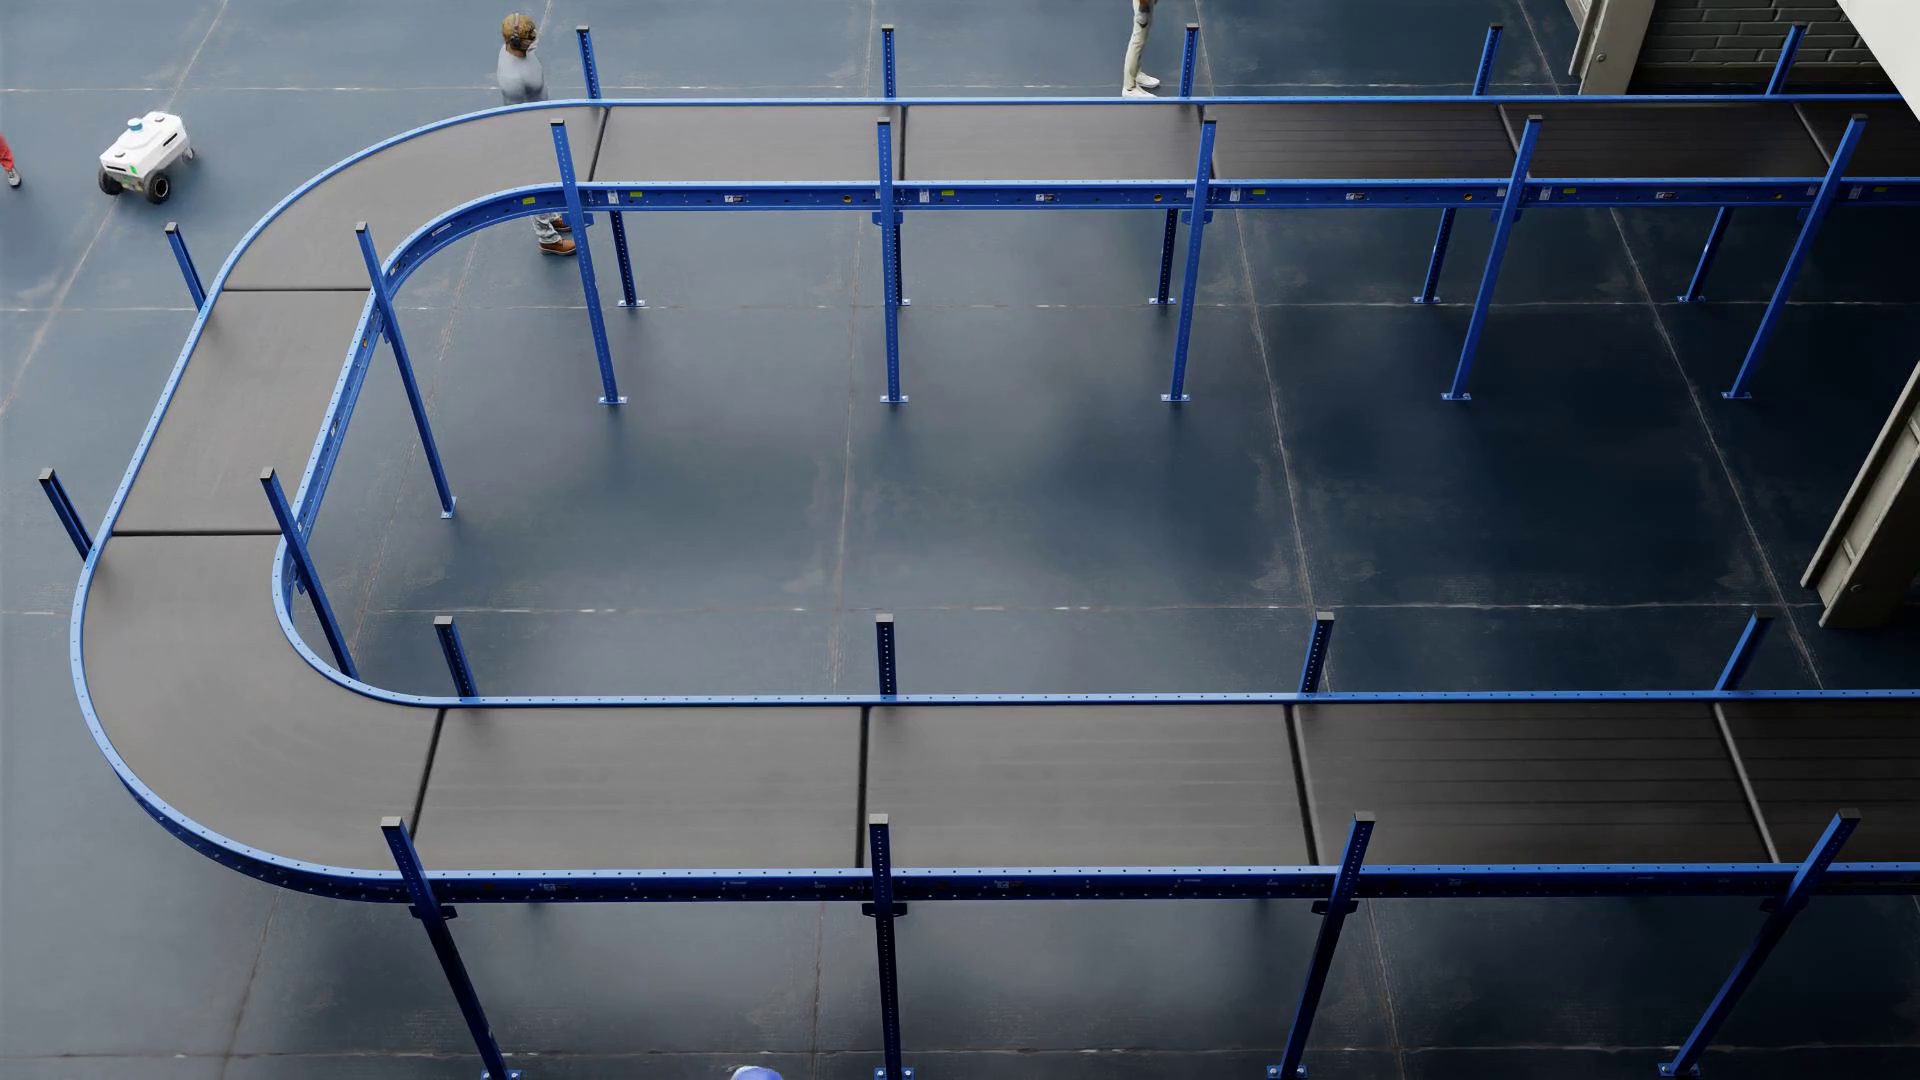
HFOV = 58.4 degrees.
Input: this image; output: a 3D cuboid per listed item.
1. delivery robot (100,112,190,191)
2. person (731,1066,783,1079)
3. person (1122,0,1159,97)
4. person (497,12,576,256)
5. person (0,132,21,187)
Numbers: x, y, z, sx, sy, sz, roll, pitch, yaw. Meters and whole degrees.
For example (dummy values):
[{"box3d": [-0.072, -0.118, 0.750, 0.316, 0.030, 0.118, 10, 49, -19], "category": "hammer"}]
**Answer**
[{"box3d": [-6.545, -3.152, 13.792, 0.477, 0.478, 0.707, 13, 48, 12], "category": "delivery robot"}, {"box3d": [-0.967, 2.768, 7.393, 0.825, 1.930, 0.622, 1, 47, 0], "category": "person"}, {"box3d": [1.556, -4.517, 14.224, 0.327, 1.865, 0.517, 11, 48, 10], "category": "person"}, {"box3d": [-3.167, -3.029, 12.782, 0.371, 1.936, 0.627, -7, 47, -6], "category": "person"}, {"box3d": [-7.822, -3.496, 13.335, 0.533, 1.762, 0.328, -12, 48, -11], "category": "person"}]
